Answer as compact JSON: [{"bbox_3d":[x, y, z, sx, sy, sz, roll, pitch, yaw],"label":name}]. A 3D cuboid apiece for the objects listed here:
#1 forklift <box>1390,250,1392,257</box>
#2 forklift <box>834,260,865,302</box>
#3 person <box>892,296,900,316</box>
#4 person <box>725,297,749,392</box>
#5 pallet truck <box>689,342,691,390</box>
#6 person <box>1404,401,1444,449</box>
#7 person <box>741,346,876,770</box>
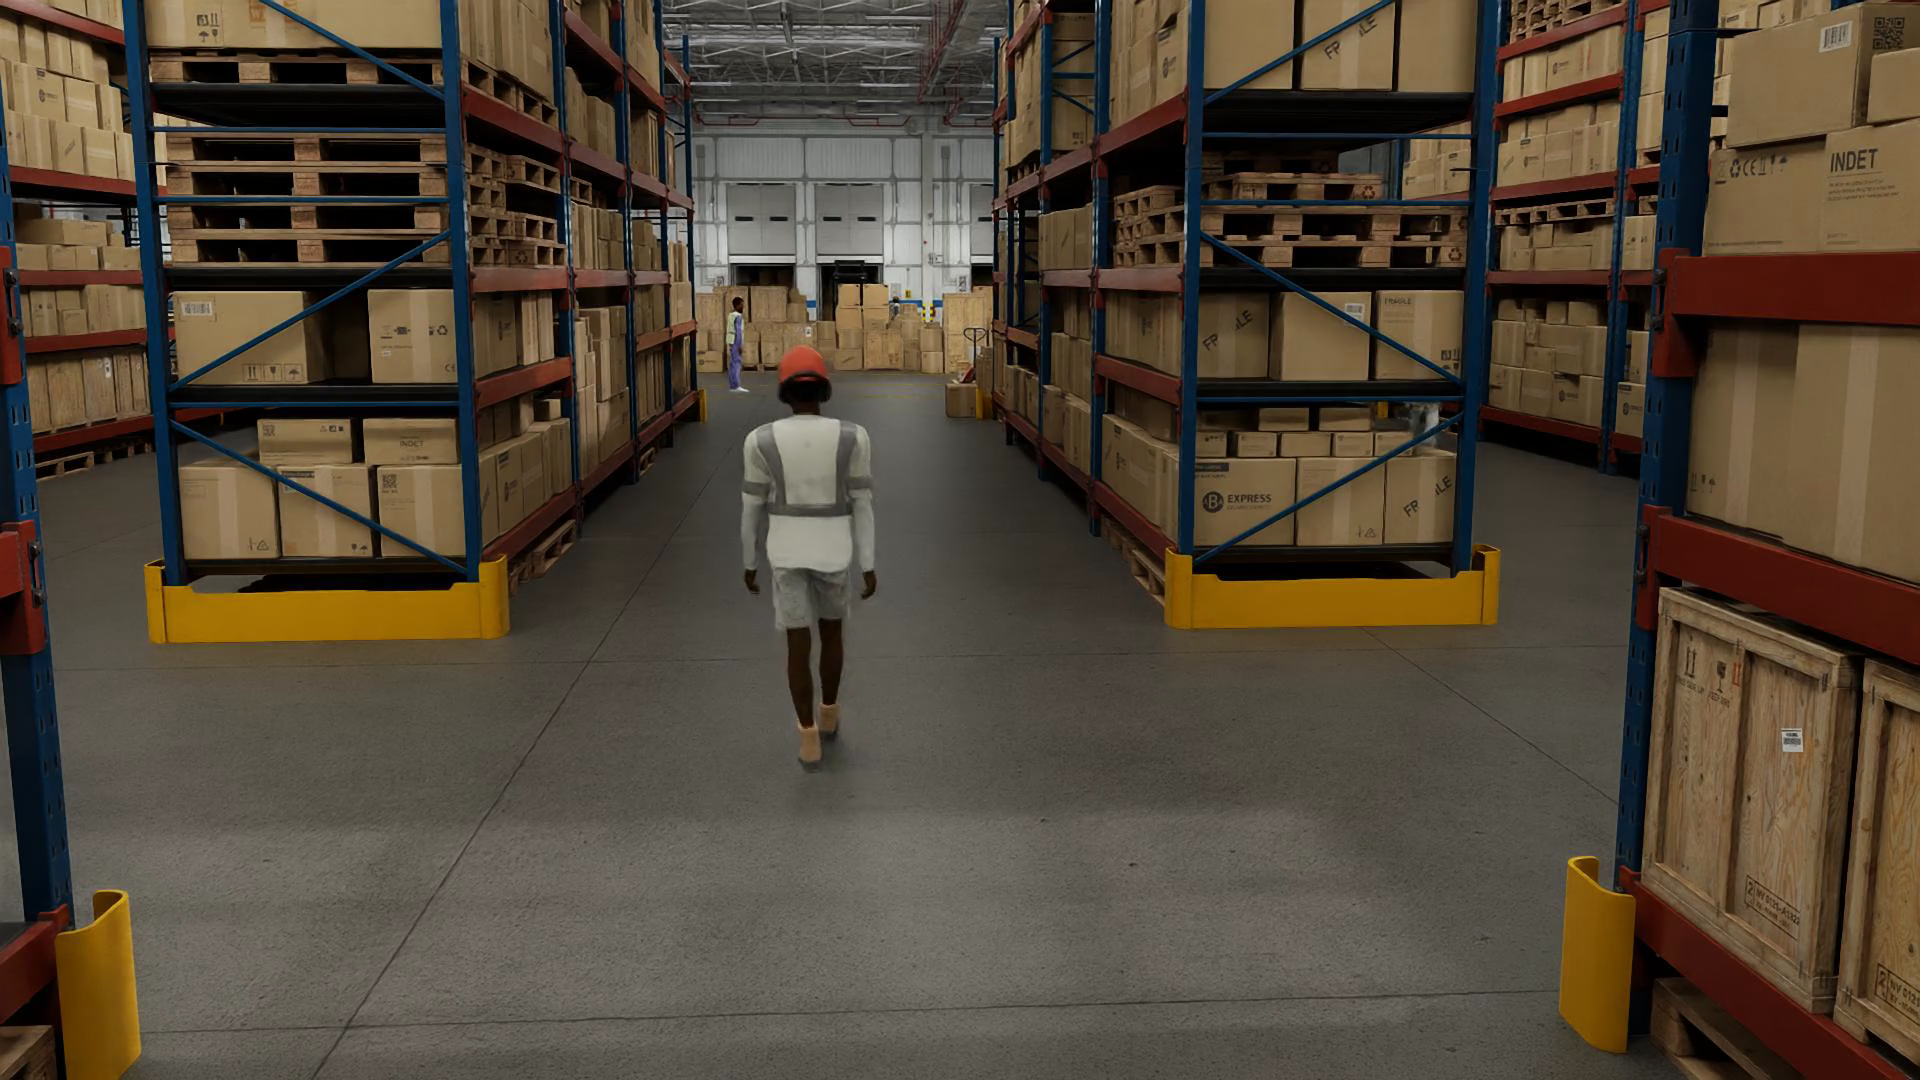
[{"bbox_3d":[7.940,-3.996,30.921,1.873,2.768,1.129,-4,10,-23],"label":"forklift"},{"bbox_3d":[-3.397,-7.252,51.369,1.129,2.768,1.873,-1,9,-4],"label":"forklift"},{"bbox_3d":[-2.216,-7.626,57.599,0.308,1.641,0.514,1,9,4],"label":"person"},{"bbox_3d":[-4.535,-3.945,33.621,0.395,1.917,0.590,-4,10,-23],"label":"person"},{"bbox_3d":[-5.225,-3.008,27.480,1.885,1.965,0.823,2,9,14],"label":"pallet truck"},{"bbox_3d":[5.441,-1.555,19.569,0.508,1.610,0.782,0,9,2],"label":"person"},{"bbox_3d":[-0.751,0.058,8.189,0.630,2.004,0.942,-1,9,-8],"label":"person"}]
